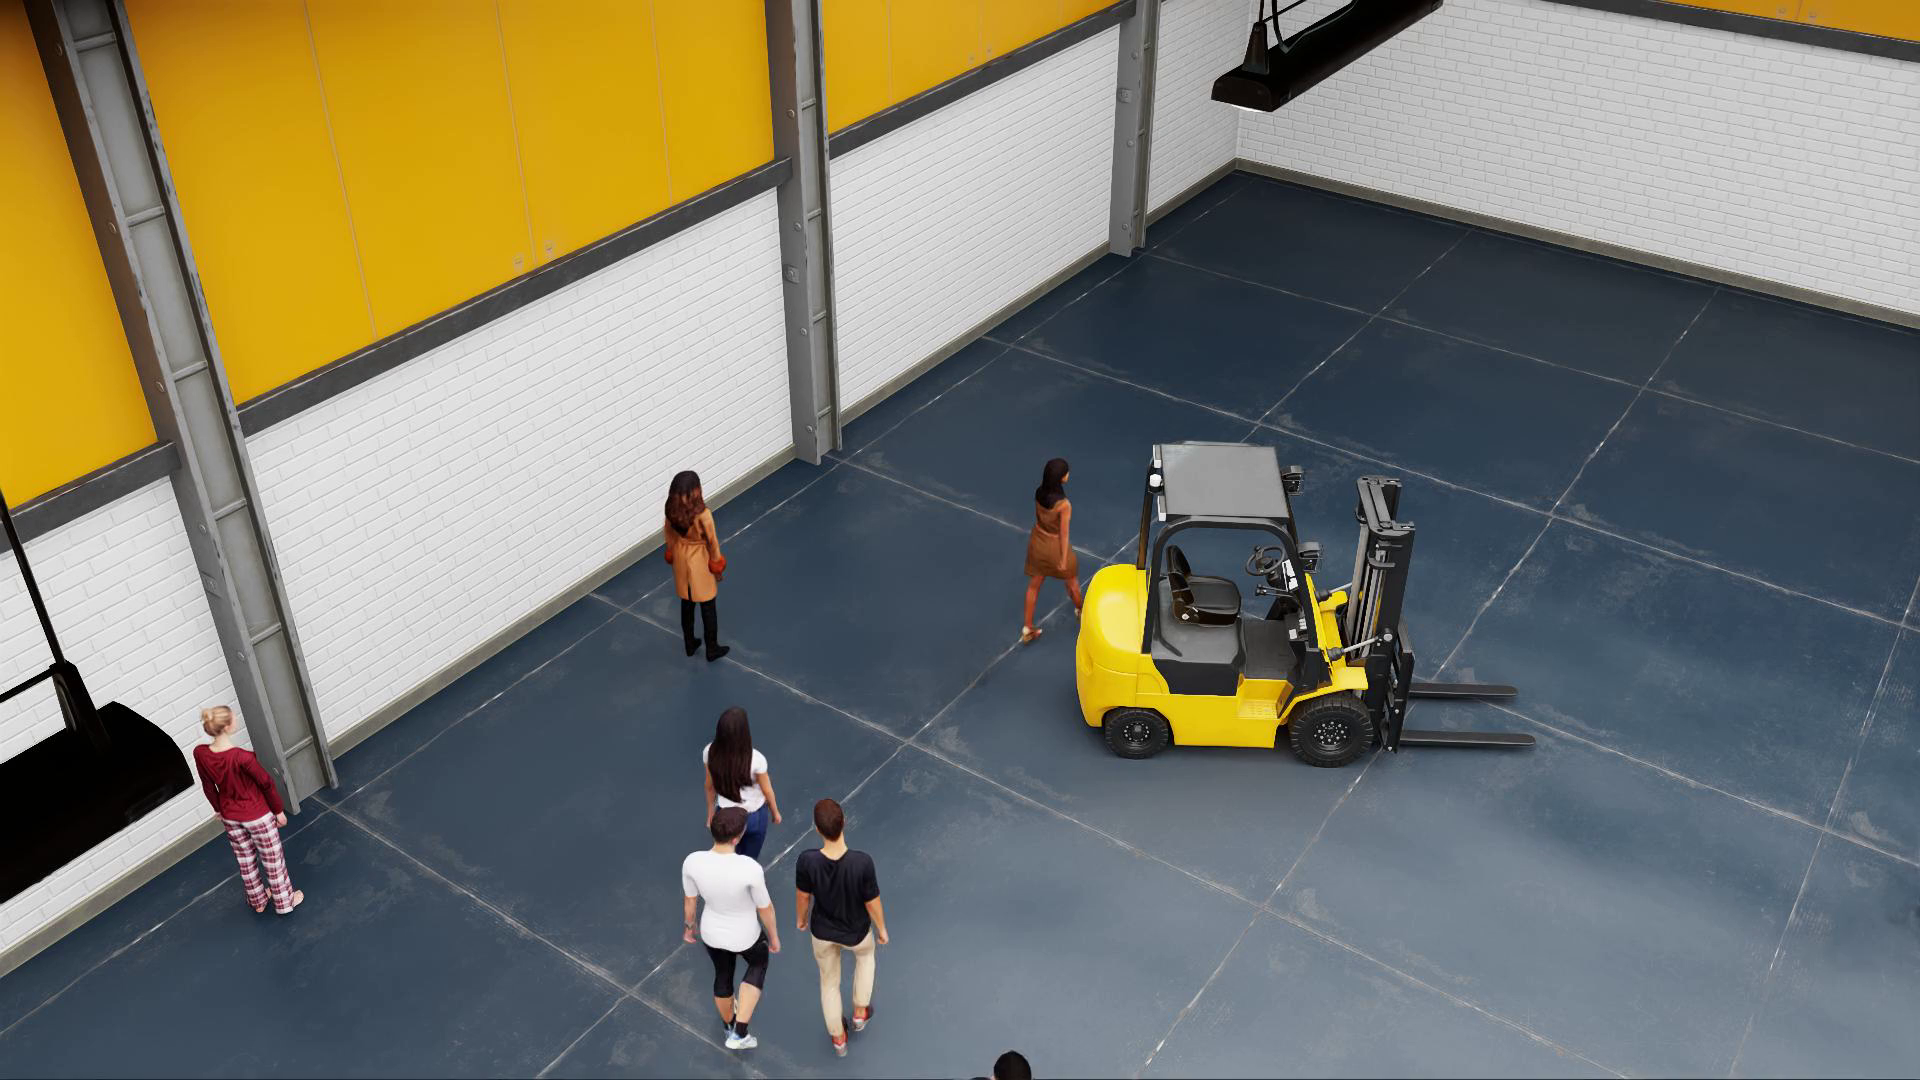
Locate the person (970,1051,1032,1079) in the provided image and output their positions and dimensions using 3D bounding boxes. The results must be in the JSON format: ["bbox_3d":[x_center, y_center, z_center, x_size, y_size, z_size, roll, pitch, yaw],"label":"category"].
[{"bbox_3d":[0.164,3.161,8.783,0.971,1.680,1.063,1,34,2],"label":"person"}]

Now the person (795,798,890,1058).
[{"bbox_3d":[-0.710,2.370,9.842,0.844,1.825,0.864,1,34,1],"label":"person"}]

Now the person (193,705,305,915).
[{"bbox_3d":[-4.669,1.759,10.869,0.695,1.705,0.672,4,34,6],"label":"person"}]

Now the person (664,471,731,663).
[{"bbox_3d":[-2.104,0.199,13.201,0.730,1.722,0.645,15,36,21],"label":"person"}]

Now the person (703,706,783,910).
[{"bbox_3d":[-1.441,1.847,10.688,0.669,1.759,0.720,12,36,18],"label":"person"}]

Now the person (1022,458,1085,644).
[{"bbox_3d":[0.662,0.122,13.376,1.034,1.657,0.759,-25,41,-33],"label":"person"}]

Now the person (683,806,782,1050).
[{"bbox_3d":[-1.362,2.367,9.835,0.906,1.837,0.929,4,34,6],"label":"person"}]
